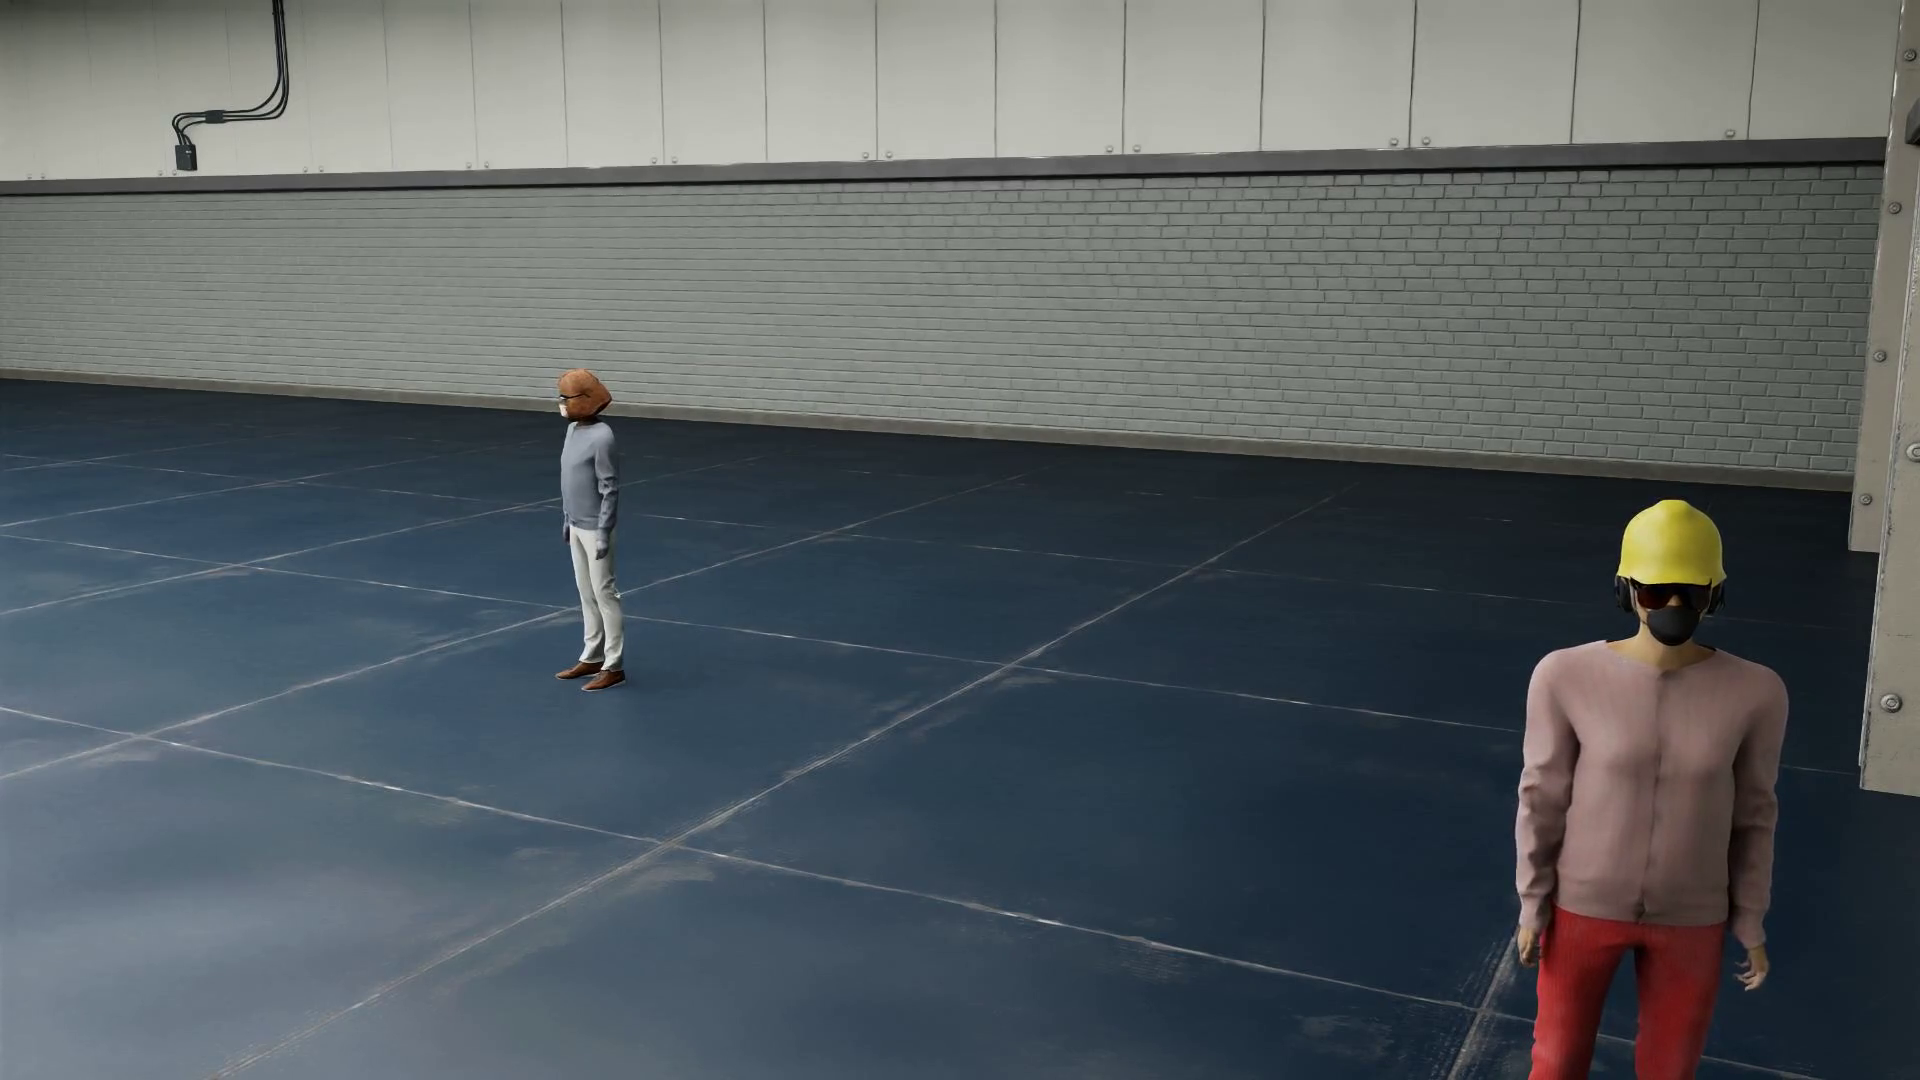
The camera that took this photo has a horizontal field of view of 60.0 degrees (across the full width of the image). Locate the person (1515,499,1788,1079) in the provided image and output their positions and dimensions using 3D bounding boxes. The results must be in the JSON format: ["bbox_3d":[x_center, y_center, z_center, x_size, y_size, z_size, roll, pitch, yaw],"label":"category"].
[{"bbox_3d":[1.434,0.786,3.504,0.523,1.769,0.324,2,11,10],"label":"person"}]

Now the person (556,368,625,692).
[{"bbox_3d":[-1.887,-0.053,8.445,0.279,1.633,0.499,-7,13,-35],"label":"person"}]
